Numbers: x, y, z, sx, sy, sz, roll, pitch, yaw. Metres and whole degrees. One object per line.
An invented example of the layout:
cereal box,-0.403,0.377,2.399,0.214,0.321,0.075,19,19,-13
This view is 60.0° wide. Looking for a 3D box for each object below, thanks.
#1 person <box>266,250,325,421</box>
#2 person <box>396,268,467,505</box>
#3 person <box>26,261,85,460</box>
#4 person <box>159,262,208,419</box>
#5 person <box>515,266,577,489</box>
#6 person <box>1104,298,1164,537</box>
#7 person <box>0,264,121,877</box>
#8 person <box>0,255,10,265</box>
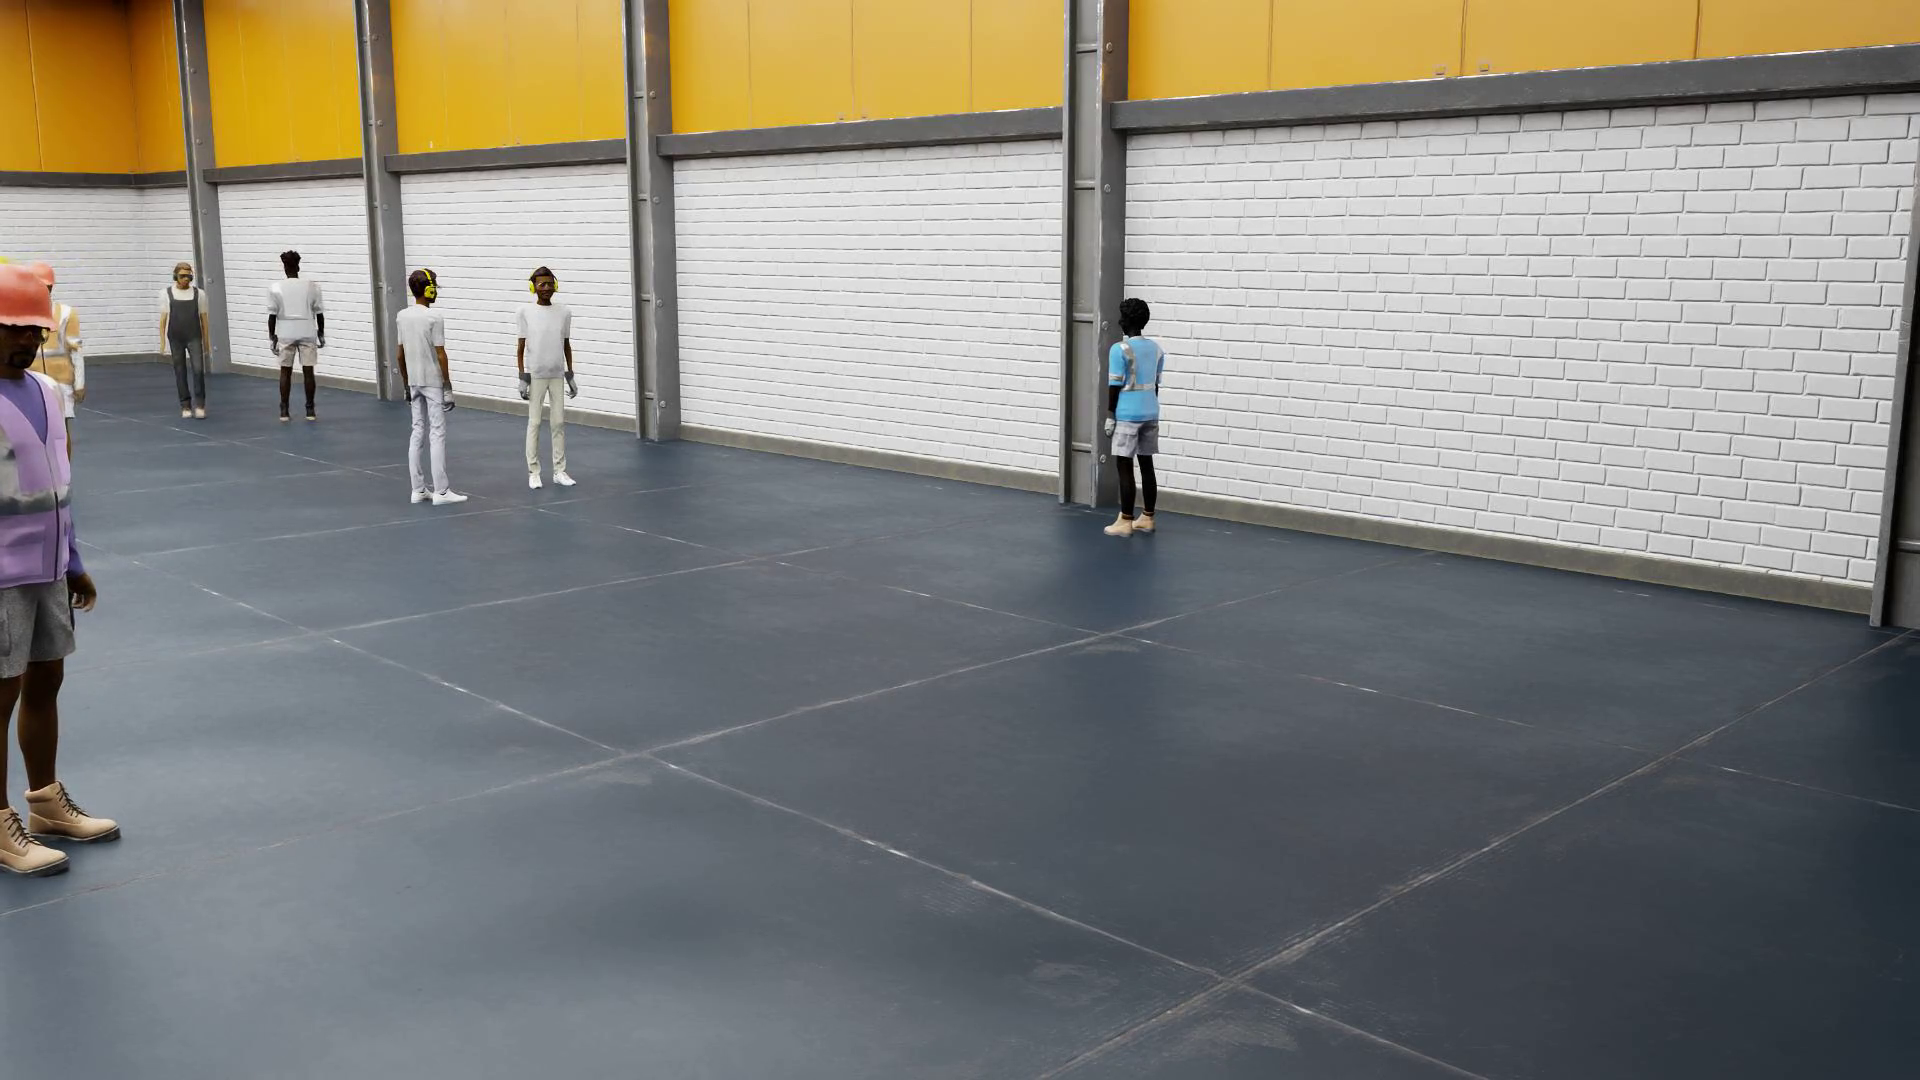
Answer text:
person,-7.647,-2.351,19.188,0.621,1.962,0.428,-4,11,-22
person,-4.227,-1.214,13.232,0.521,1.871,0.325,5,12,27
person,-7.466,-1.312,13.607,0.553,1.921,0.394,-5,11,-25
person,-8.971,-2.291,19.245,0.536,1.812,0.760,-5,12,-26
person,-3.503,-1.376,14.114,0.509,1.872,0.329,-7,13,-34
person,1.238,-0.870,11.840,0.320,1.691,0.535,10,14,44
person,-3.151,0.099,5.620,0.393,2.036,0.605,1,10,6
person,-11.918,-2.650,20.982,0.769,1.902,0.598,-7,12,-32
